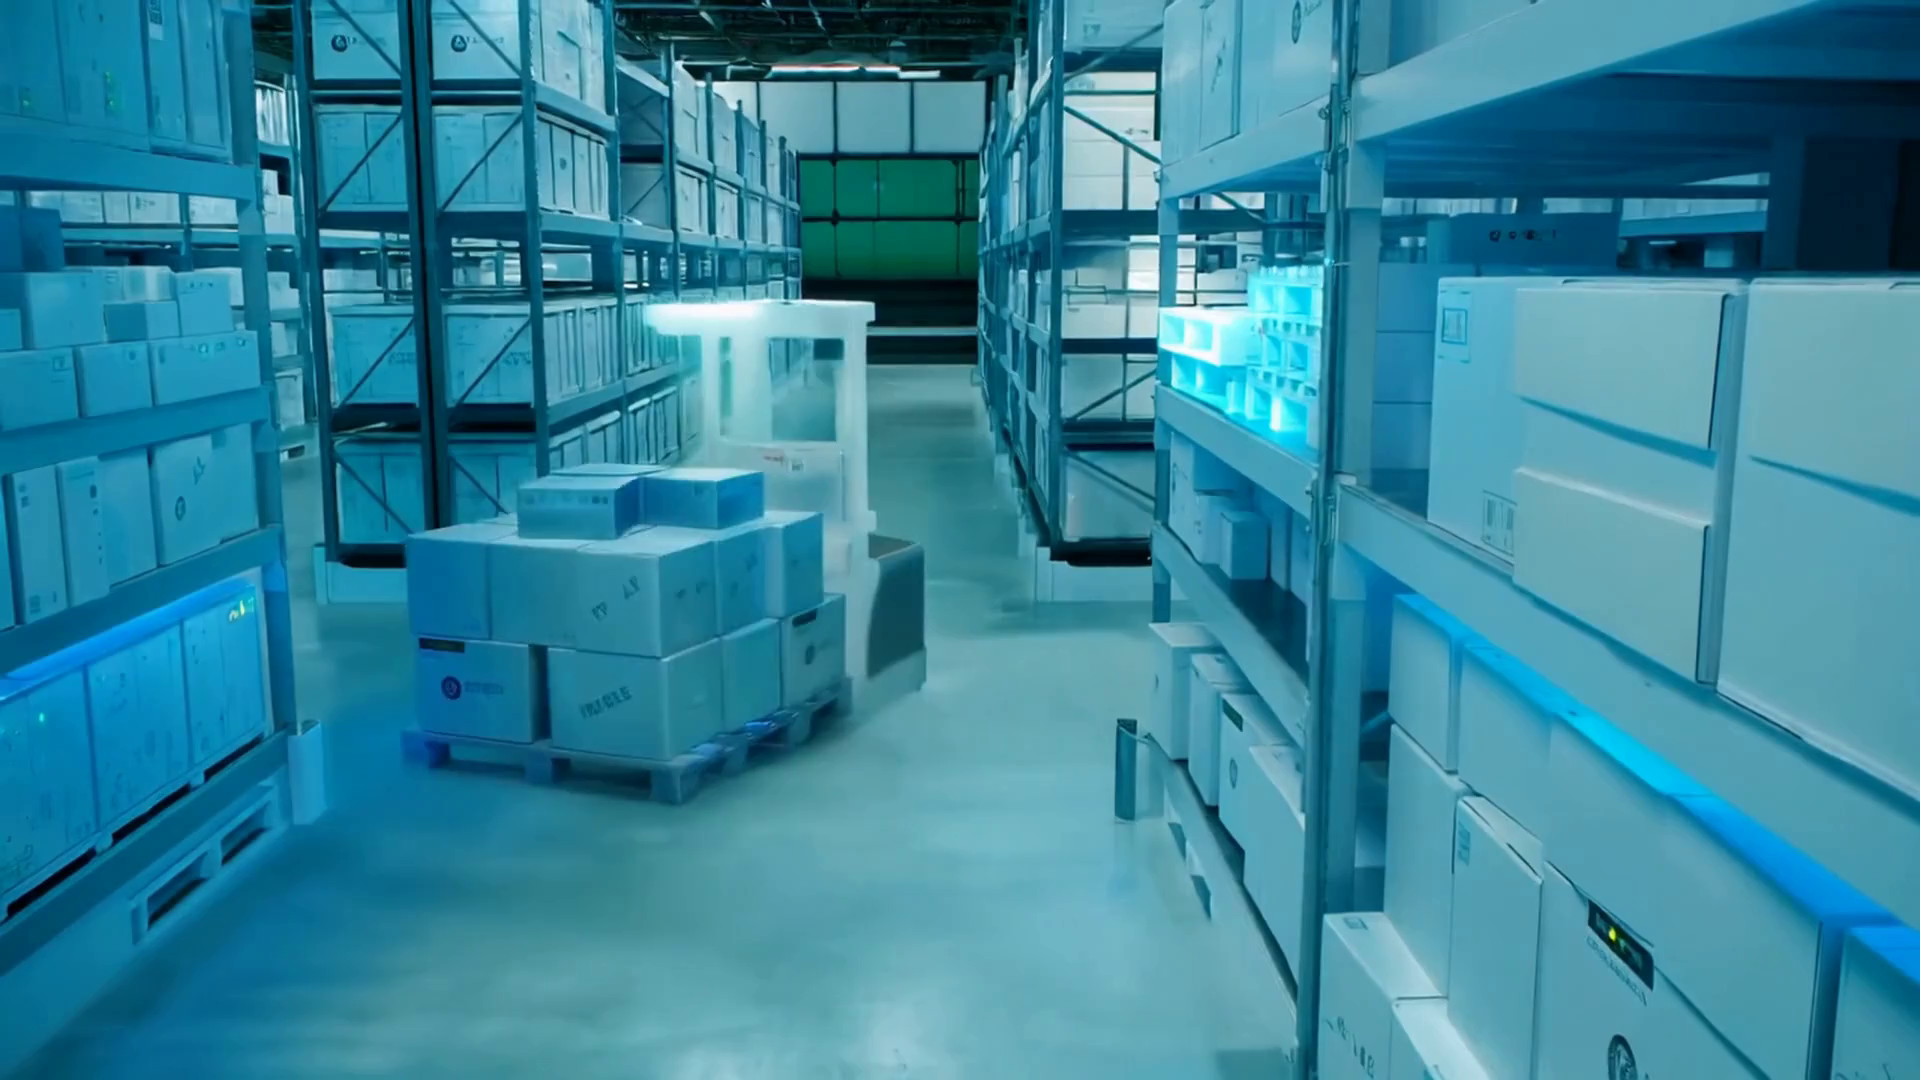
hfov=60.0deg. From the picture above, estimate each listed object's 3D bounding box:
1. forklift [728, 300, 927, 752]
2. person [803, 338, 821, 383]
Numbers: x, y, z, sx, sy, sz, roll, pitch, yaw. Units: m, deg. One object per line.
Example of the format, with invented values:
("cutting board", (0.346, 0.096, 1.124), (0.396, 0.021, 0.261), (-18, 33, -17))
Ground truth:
("forklift", (-1.040, -0.212, 11.158), (1.129, 2.768, 1.873), (4, 10, 21))
("person", (-4.137, -5.120, 44.053), (0.787, 1.970, 0.632), (2, 9, 13))
